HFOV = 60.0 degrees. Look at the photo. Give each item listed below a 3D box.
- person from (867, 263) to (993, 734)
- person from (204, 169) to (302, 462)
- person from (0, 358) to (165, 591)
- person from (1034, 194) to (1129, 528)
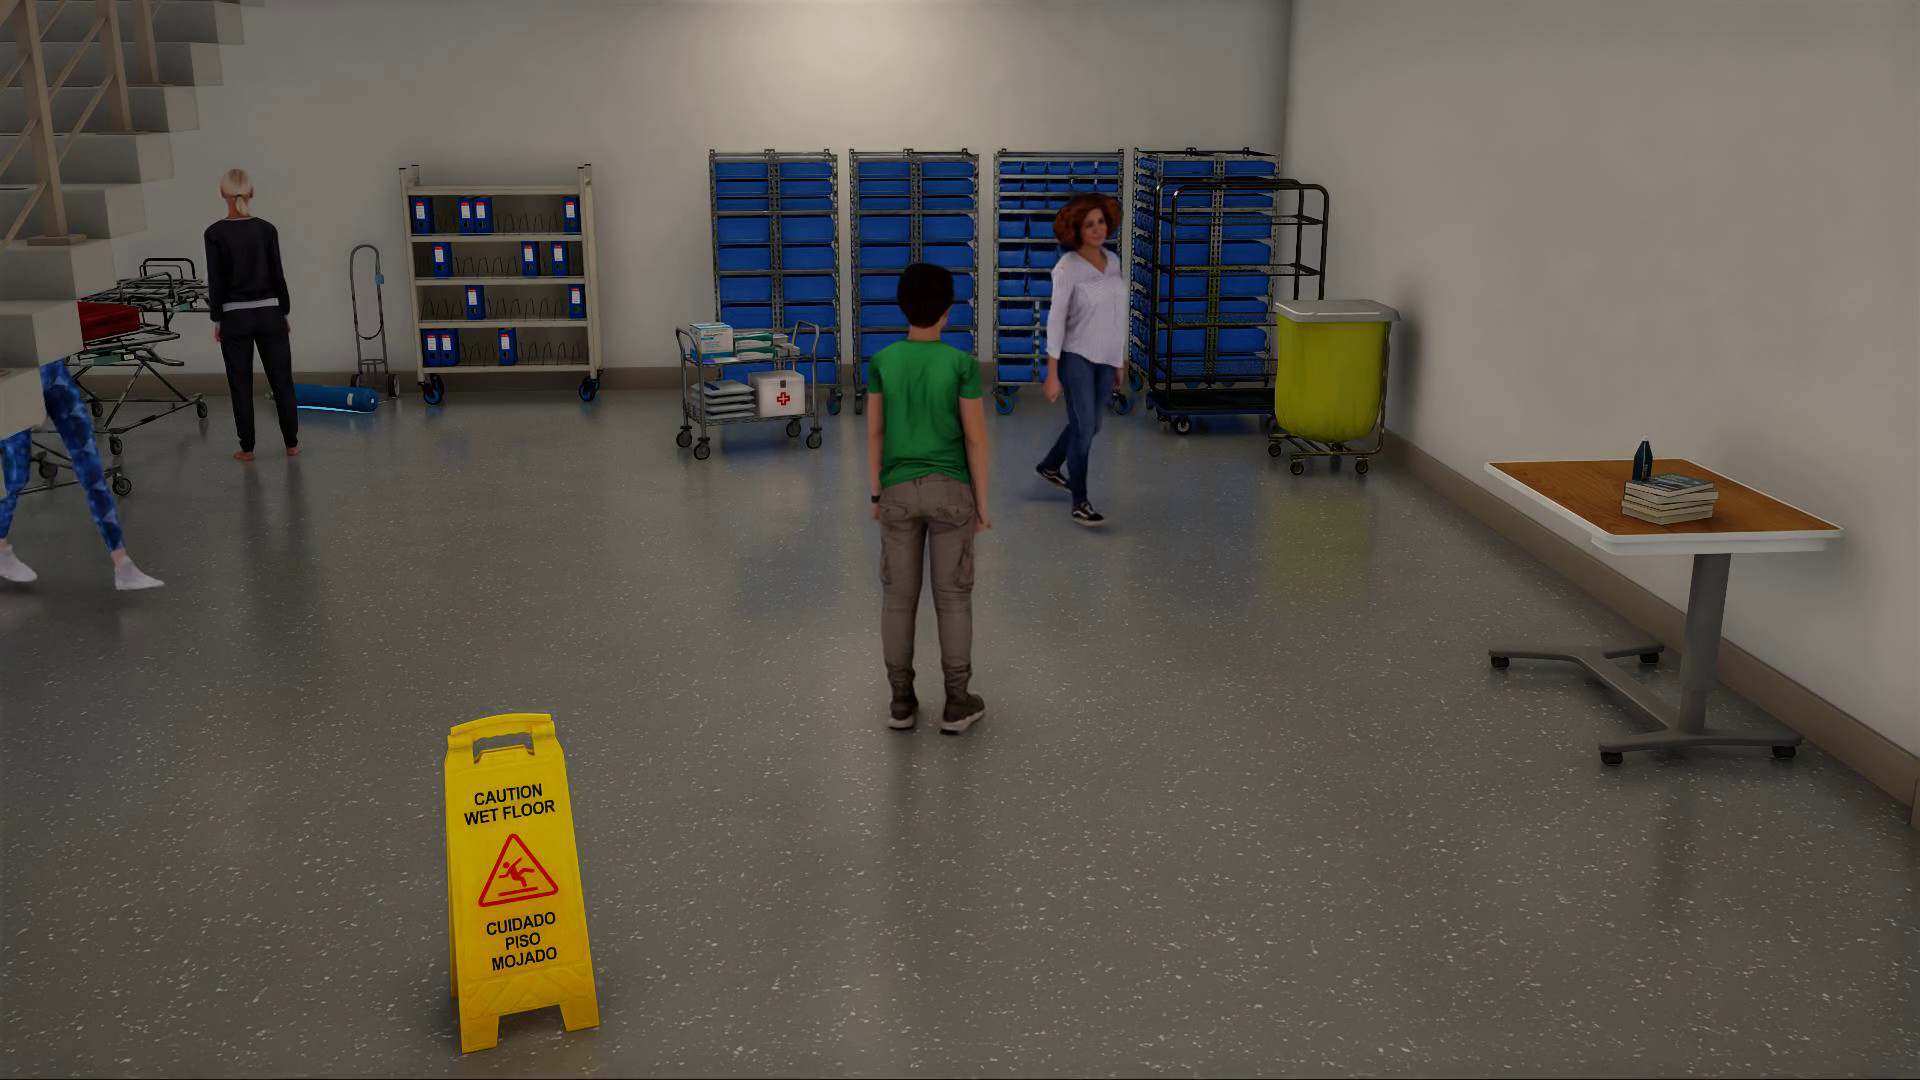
[{"bbox_3d":[-0.118,-0.142,5.813,0.632,1.651,0.605,3,16,10],"label":"person"},{"bbox_3d":[-4.242,-1.350,9.957,0.677,1.726,0.669,-10,18,-31],"label":"person"},{"bbox_3d":[-4.104,-0.590,7.239,1.027,1.740,1.187,6,17,22],"label":"person"},{"bbox_3d":[0.603,-0.932,8.573,1.142,1.674,1.055,13,21,39],"label":"person"}]
